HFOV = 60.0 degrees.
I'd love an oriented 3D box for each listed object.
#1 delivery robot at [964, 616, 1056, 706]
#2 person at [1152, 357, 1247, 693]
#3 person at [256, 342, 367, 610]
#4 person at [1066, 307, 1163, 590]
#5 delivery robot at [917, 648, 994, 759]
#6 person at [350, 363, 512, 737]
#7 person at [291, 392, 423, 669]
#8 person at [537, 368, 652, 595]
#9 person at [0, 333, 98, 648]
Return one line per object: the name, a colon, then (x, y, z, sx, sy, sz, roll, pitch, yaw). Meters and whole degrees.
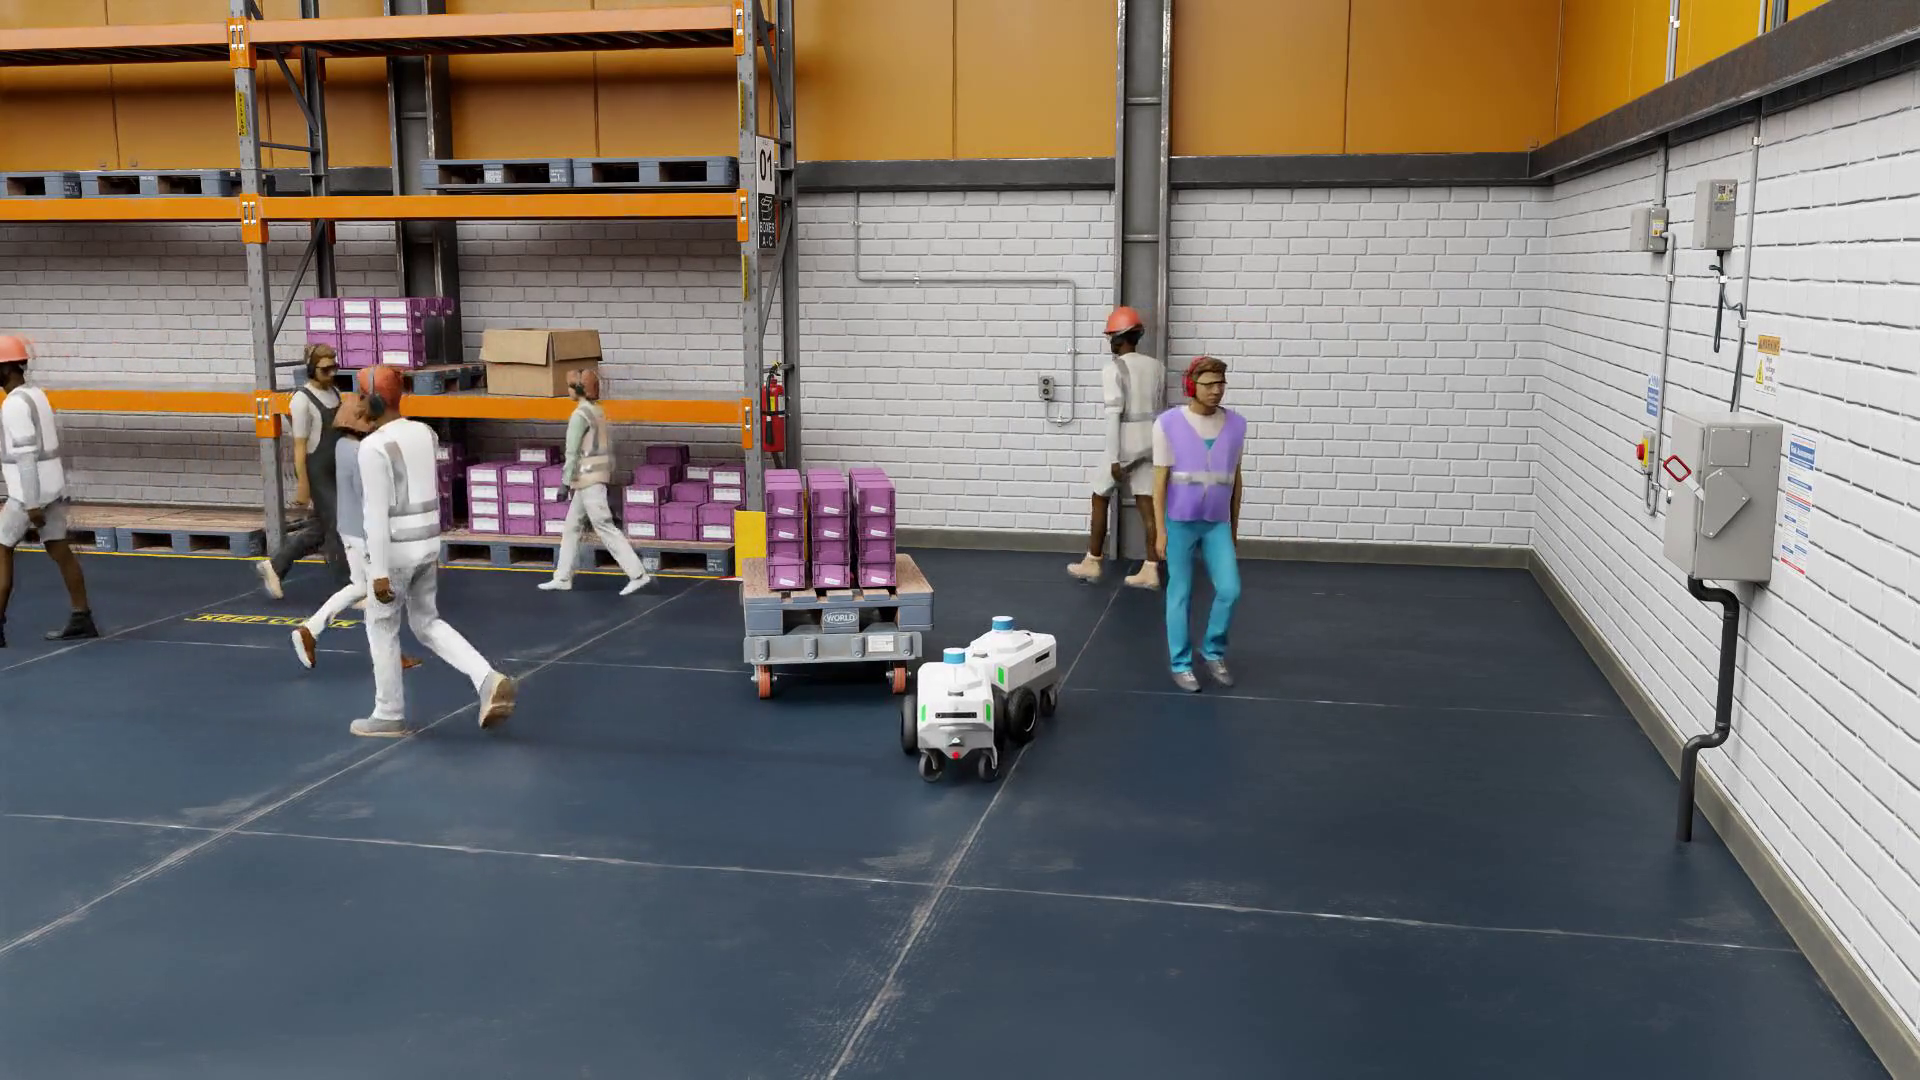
delivery robot: (0.212, 0.626, 8.323, 0.477, 0.478, 0.707, 5, 10, 26)
person: (1.284, -0.075, 9.000, 0.577, 1.826, 0.469, -3, 10, -16)
person: (-4.346, -0.415, 11.107, 0.806, 1.814, 0.550, 1, 9, 4)
person: (1.139, -0.666, 12.004, 0.610, 2.005, 0.911, -8, 12, -39)
delivery robot: (-0.026, 0.740, 7.631, 0.477, 0.478, 0.707, 0, 9, -1)
person: (-2.616, 0.070, 8.061, 0.775, 1.859, 0.601, 3, 10, 16)
person: (-3.416, -0.030, 9.354, 0.625, 1.614, 0.511, -7, 12, -37)
person: (-2.562, -0.403, 11.652, 0.838, 1.599, 0.517, 0, 9, 1)
person: (-5.762, -0.291, 10.096, 0.886, 1.901, 0.571, -2, 10, -11)
